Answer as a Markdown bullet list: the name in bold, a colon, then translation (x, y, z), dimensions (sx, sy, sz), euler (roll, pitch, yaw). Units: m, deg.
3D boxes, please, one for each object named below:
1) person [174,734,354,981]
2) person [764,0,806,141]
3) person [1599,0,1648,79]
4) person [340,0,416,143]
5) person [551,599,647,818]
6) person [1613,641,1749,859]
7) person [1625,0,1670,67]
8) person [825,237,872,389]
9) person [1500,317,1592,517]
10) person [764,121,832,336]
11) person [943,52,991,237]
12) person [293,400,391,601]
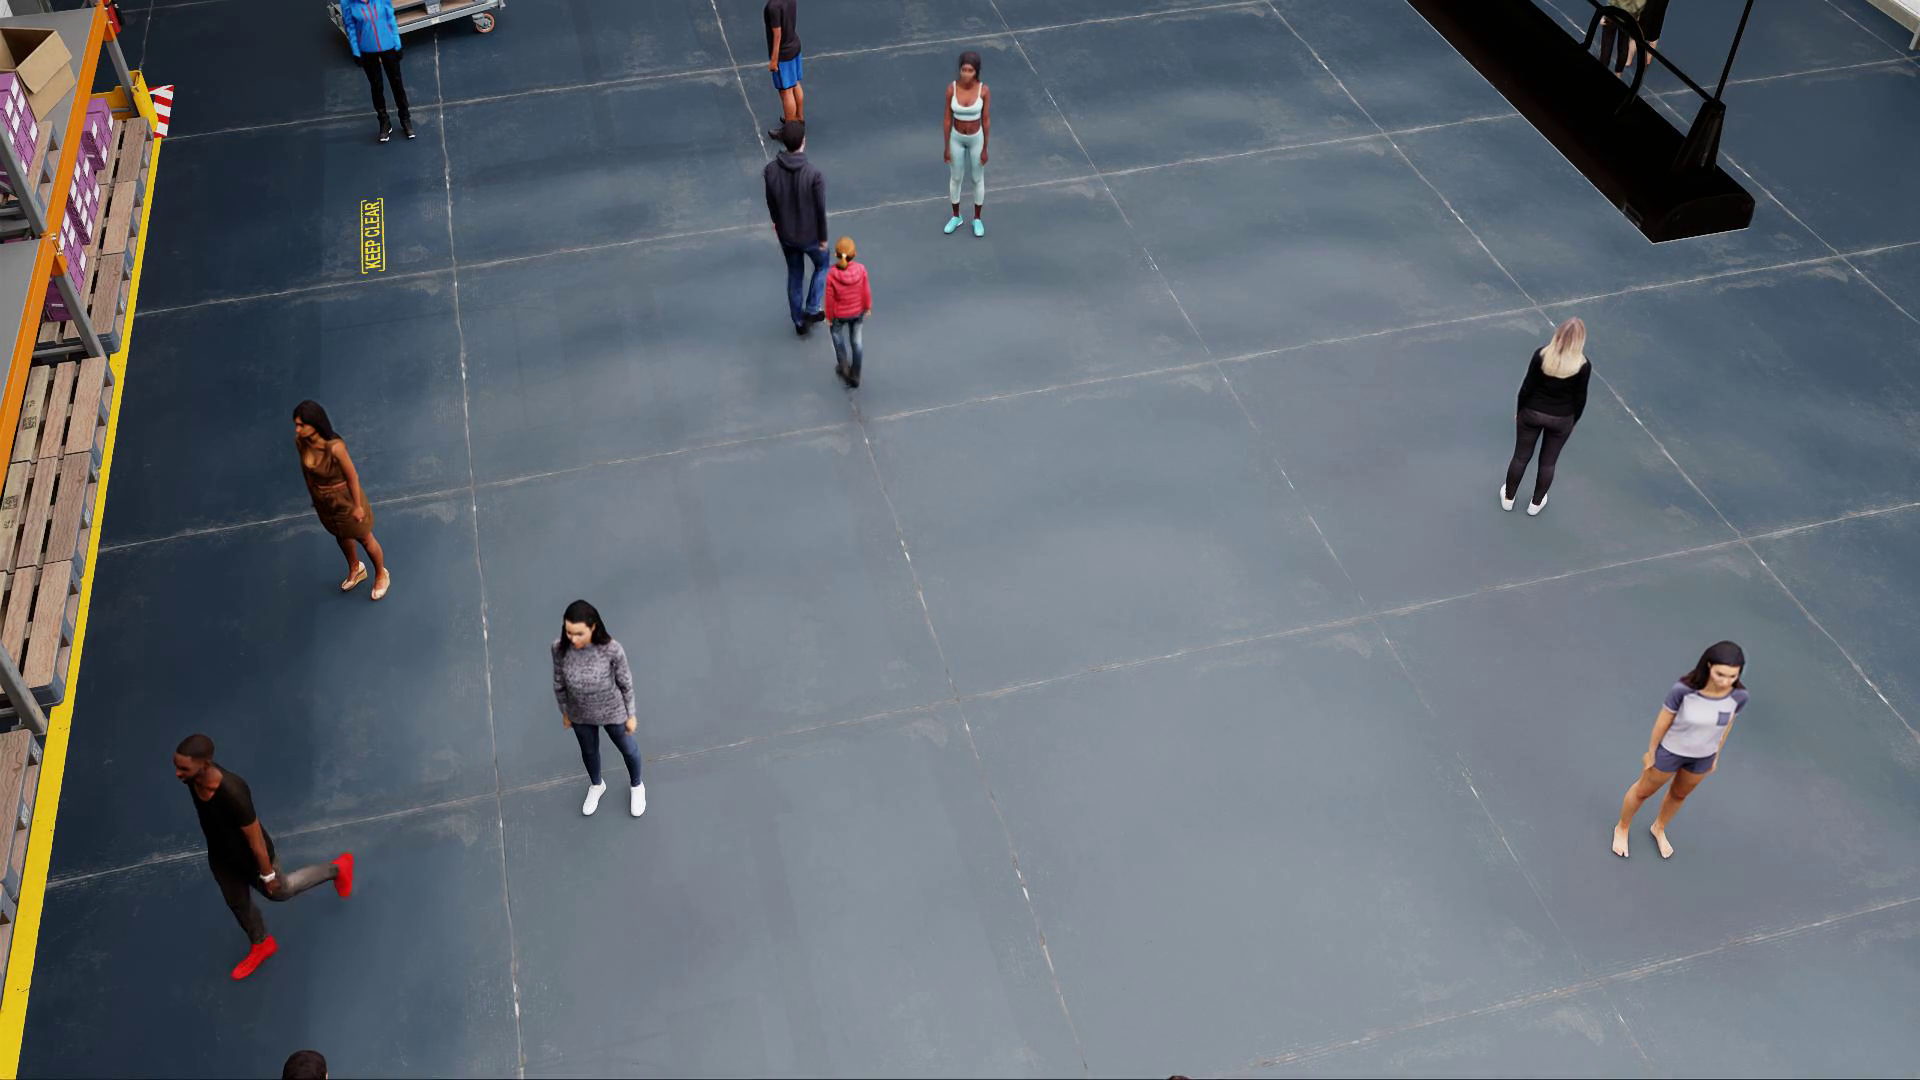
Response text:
- **person**: translation (-3.856, 1.648, 9.148), dimensions (1.122, 1.779, 1.163), euler (24, 48, 23)
- **person**: translation (-1.658, -4.645, 15.741), dimensions (0.773, 1.798, 0.685), euler (14, 45, 14)
- **person**: translation (6.603, -5.223, 16.582), dimensions (0.584, 1.475, 0.515), euler (-8, 44, -8)
- **person**: translation (-5.514, -4.646, 15.742), dimensions (0.619, 1.798, 0.511), euler (-12, 45, -12)
- **person**: translation (-2.140, 0.992, 9.871), dimensions (0.669, 1.733, 0.627), euler (2, 44, 2)
- **person**: translation (4.194, 1.212, 9.639), dimensions (0.642, 1.734, 0.611), euler (2, 44, 2)
- **person**: translation (7.055, -5.600, 16.869), dimensions (0.615, 1.624, 0.612), euler (-3, 44, -3)
- **person**: translation (-0.869, -1.747, 13.055), dimensions (0.527, 1.307, 0.496), euler (-10, 45, -11)
- **person**: translation (4.178, -0.871, 11.860), dimensions (0.686, 1.687, 0.720), euler (16, 46, 16)
- **person**: translation (-1.316, -2.414, 13.344), dimensions (0.804, 1.874, 0.824), euler (12, 45, 12)
- **person**: translation (0.065, -3.464, 14.555), dimensions (0.635, 1.723, 0.646), euler (5, 44, 5)
- **person**: translation (-4.187, -0.268, 11.225), dimensions (0.650, 1.689, 0.685), euler (16, 46, 16)
